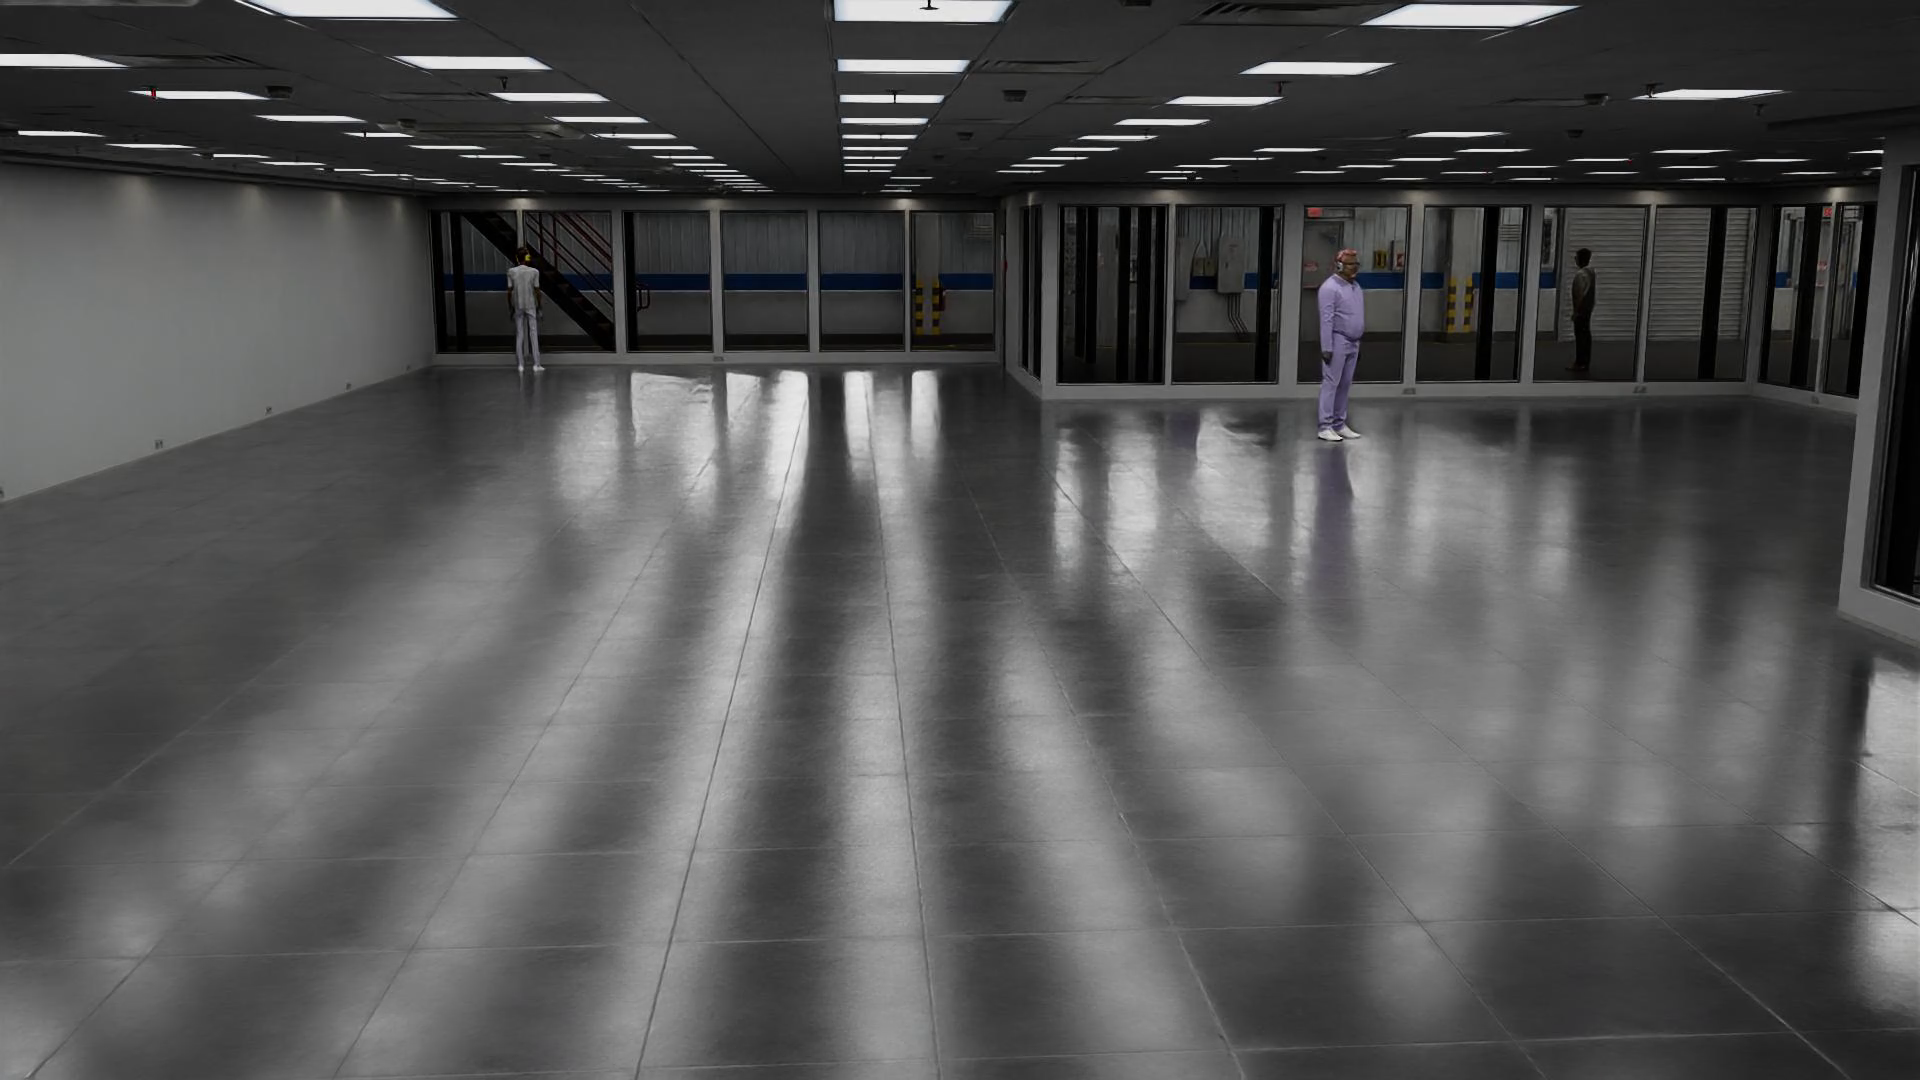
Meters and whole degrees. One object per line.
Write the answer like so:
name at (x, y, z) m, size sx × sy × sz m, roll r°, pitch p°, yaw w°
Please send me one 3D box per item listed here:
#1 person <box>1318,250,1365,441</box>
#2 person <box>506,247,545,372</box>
person at (3.853, -1.953, 16.719) m, size 0.403 × 1.906 × 0.651 m, roll 9°, pitch 14°, yaw 41°
person at (-6.501, -3.439, 24.853) m, size 0.515 × 1.866 × 0.333 m, roll 0°, pitch 11°, yaw 0°
